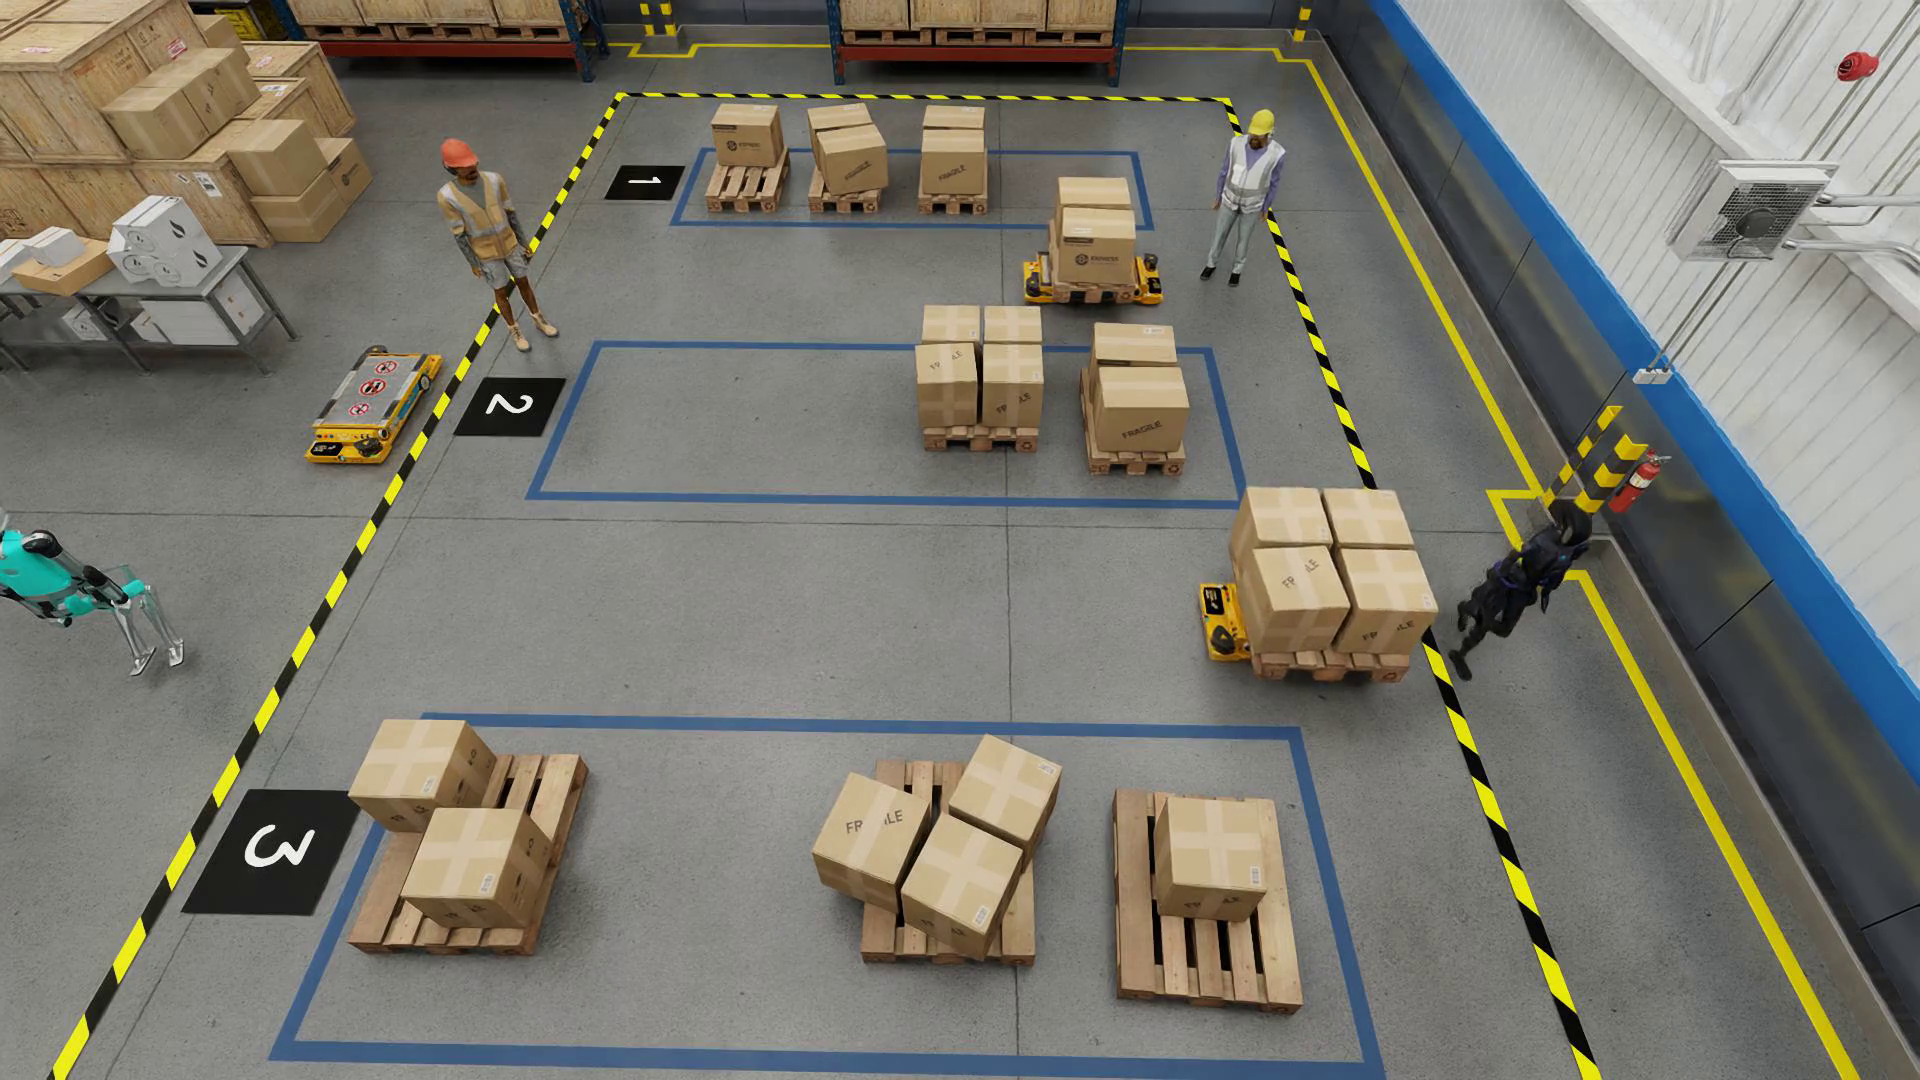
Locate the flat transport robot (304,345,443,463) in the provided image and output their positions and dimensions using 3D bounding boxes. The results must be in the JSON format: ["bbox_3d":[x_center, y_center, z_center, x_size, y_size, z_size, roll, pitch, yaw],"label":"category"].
[{"bbox_3d":[-5.383,-1.269,8.441,0.659,0.231,1.431,1,50,1],"label":"flat transport robot"}]

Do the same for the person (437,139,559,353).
[{"bbox_3d":[-4.287,-2.703,8.491,0.364,2.048,0.607,35,58,26],"label":"person"}]

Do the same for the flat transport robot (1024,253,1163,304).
[{"bbox_3d":[1.400,-2.783,9.704,1.431,0.197,0.652,1,50,1],"label":"flat transport robot"}]

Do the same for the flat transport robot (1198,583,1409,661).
[{"bbox_3d":[2.557,0.590,6.850,1.431,0.197,0.652,1,50,1],"label":"flat transport robot"}]

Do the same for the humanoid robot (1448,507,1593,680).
[{"bbox_3d":[3.695,0.286,6.202,0.610,1.637,0.510,-7,50,-6],"label":"humanoid robot"}]

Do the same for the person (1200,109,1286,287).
[{"bbox_3d":[2.854,-3.422,9.236,0.590,1.834,0.404,21,53,17],"label":"person"}]

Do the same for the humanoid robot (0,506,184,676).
[{"bbox_3d":[-5.825,0.257,6.103,0.533,1.672,0.735,-12,51,-10],"label":"humanoid robot"}]
